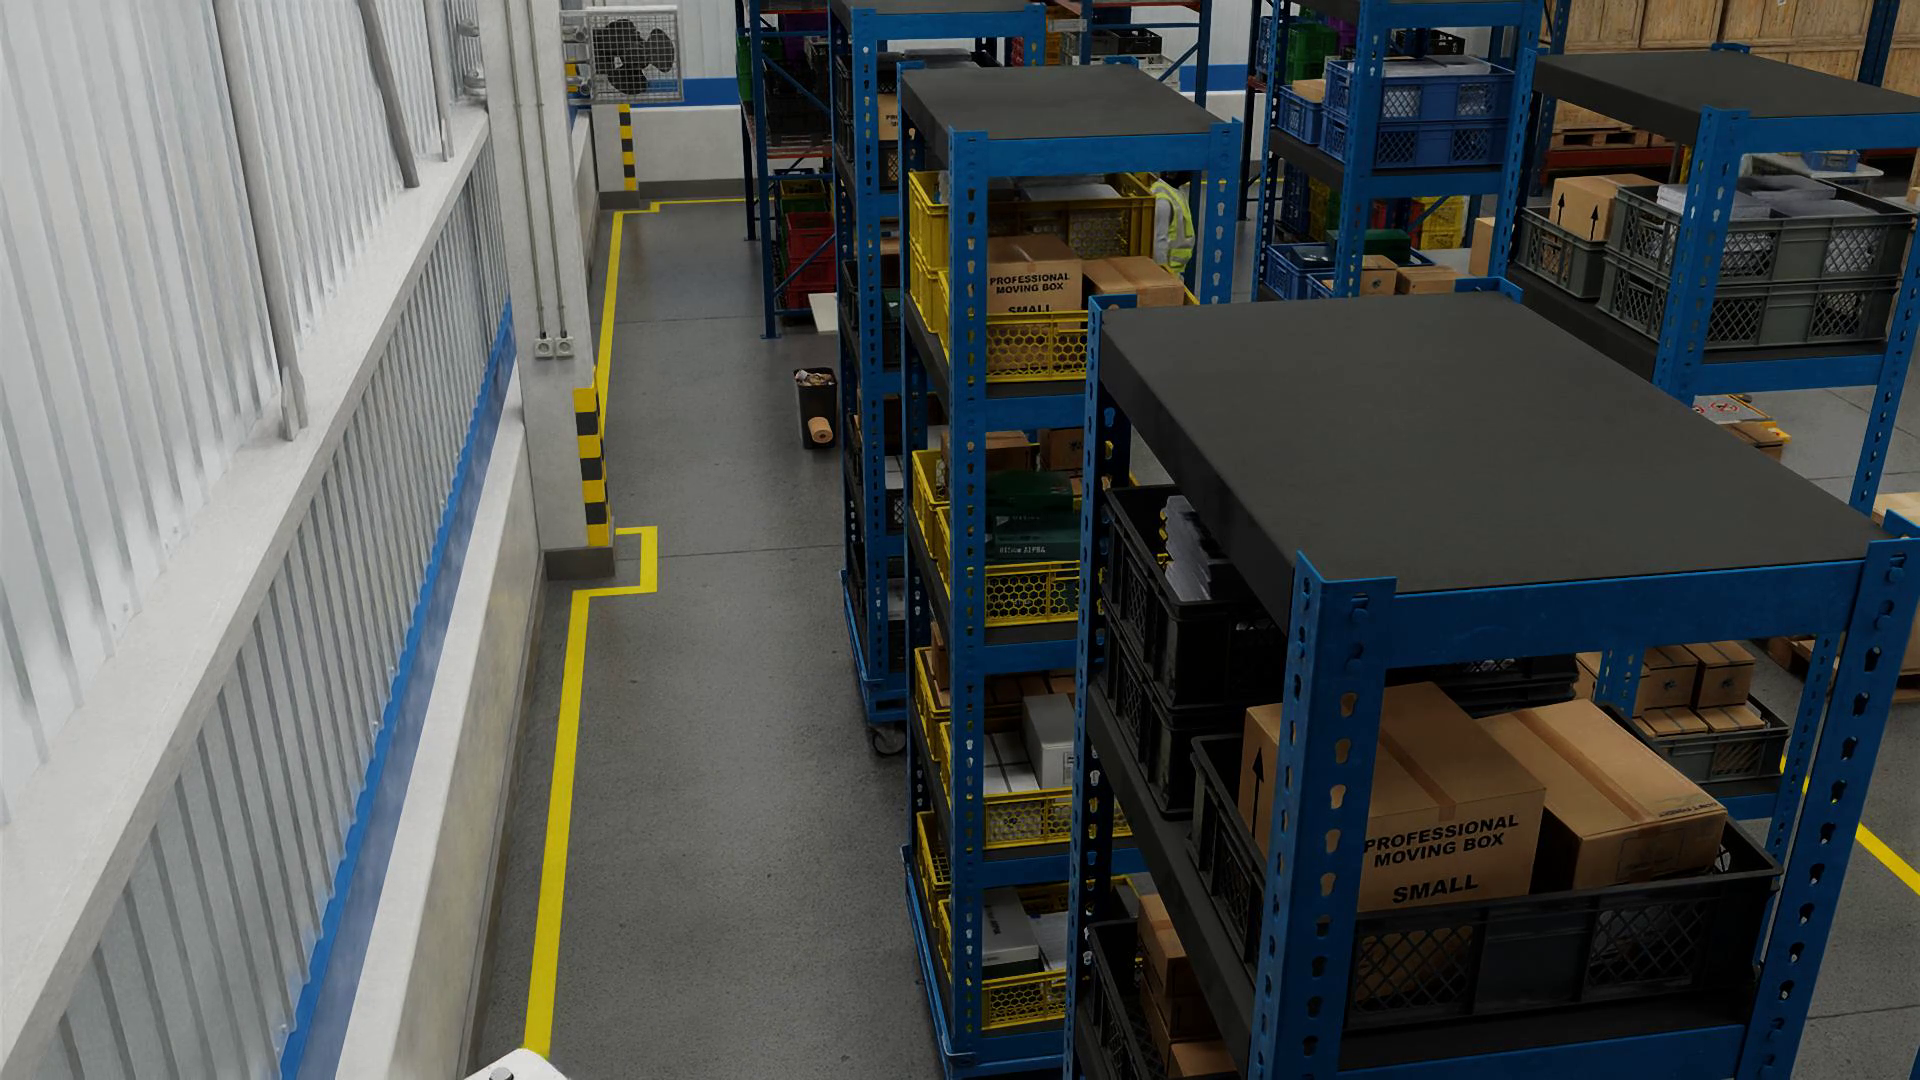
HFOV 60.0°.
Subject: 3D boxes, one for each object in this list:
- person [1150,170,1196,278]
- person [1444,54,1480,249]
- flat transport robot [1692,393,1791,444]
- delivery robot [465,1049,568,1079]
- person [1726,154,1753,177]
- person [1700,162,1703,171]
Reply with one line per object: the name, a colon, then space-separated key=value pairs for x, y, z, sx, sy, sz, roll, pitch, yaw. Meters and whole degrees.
person: x=1.629 y=-2.169 z=13.130 sx=0.430 sy=1.836 sz=0.629 roll=6 pitch=25 yaw=13
person: x=5.072 y=-3.887 z=16.739 sx=0.375 sy=1.936 sz=0.628 roll=20 pitch=32 yaw=37
flat transport robot: x=5.224 y=-0.859 z=12.132 sx=1.431 sy=0.197 sz=0.652 roll=-4 pitch=25 yaw=-8
delivery robot: x=-1.366 y=1.984 z=5.507 sx=0.707 sy=0.478 sz=0.477 roll=22 pitch=32 yaw=39
person: x=6.526 y=-2.807 z=14.504 sx=0.850 sy=1.838 sz=0.521 roll=4 pitch=25 yaw=9
person: x=6.832 y=-3.075 z=15.043 sx=0.579 sy=1.878 sz=0.342 roll=-22 pitch=33 yaw=-39
